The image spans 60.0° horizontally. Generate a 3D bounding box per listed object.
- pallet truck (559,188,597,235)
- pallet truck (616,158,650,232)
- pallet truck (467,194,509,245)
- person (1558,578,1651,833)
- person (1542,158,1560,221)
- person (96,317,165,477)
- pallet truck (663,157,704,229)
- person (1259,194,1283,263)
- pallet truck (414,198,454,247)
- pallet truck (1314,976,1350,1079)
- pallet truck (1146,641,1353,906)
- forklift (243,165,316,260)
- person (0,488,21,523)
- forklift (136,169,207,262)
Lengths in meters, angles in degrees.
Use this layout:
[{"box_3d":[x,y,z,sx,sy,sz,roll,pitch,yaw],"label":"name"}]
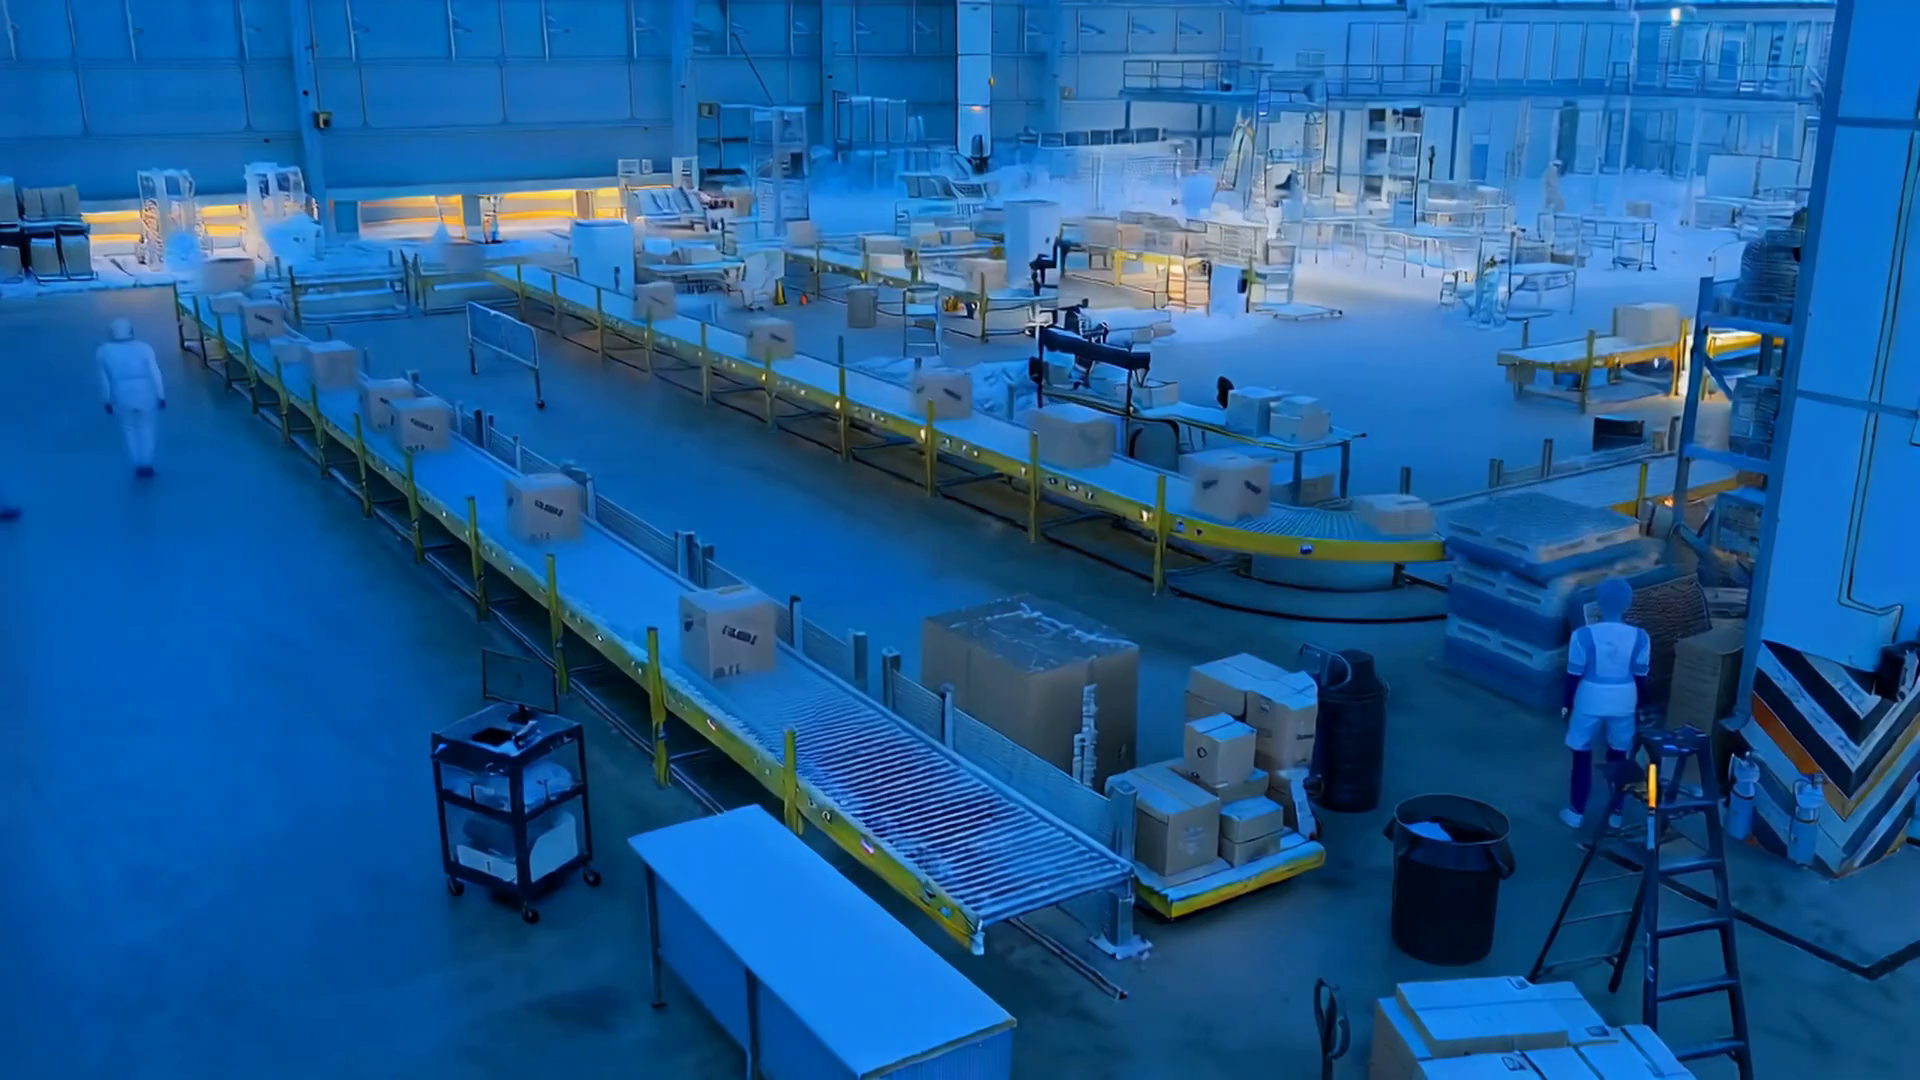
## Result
[{"box_3d":[-10.010,-8.652,43.699,0.653,1.274,1.630,-10,20,-31],"label":"pallet truck"},{"box_3d":[-8.918,-9.176,44.255,0.823,1.965,1.885,-9,19,-27],"label":"pallet truck"},{"box_3d":[-11.983,-8.177,42.137,0.704,1.261,1.522,-11,20,-33],"label":"pallet truck"},{"box_3d":[4.124,1.069,10.677,0.540,1.695,0.318,1,17,2],"label":"person"},{"box_3d":[16.791,-9.939,47.204,0.327,1.761,0.522,-7,18,-23],"label":"person"},{"box_3d":[-9.631,-1.647,19.380,0.651,1.897,0.512,-5,17,-16],"label":"person"},{"box_3d":[-7.586,-9.308,44.692,0.823,1.965,1.885,-11,20,-33],"label":"pallet truck"},{"box_3d":[6.740,-6.548,35.841,1.008,1.822,0.511,15,22,41],"label":"person"},{"box_3d":[-13.250,-8.060,41.856,0.680,1.201,1.601,-10,20,-31],"label":"pallet truck"},{"box_3d":[2.299,2.390,7.086,1.601,1.201,0.680,-2,17,-7],"label":"pallet truck"},{"box_3d":[1.664,1.407,10.232,1.630,1.274,0.653,-10,20,-31],"label":"pallet truck"},{"box_3d":[-15.898,-7.669,38.708,1.157,1.987,2.680,-11,20,-33],"label":"forklift"},{"box_3d":[-10.528,-1.034,17.535,1.004,1.797,0.564,-4,17,-13],"label":"person"},{"box_3d":[-17.842,-7.318,37.559,1.157,1.987,2.680,-10,20,-31],"label":"forklift"}]
